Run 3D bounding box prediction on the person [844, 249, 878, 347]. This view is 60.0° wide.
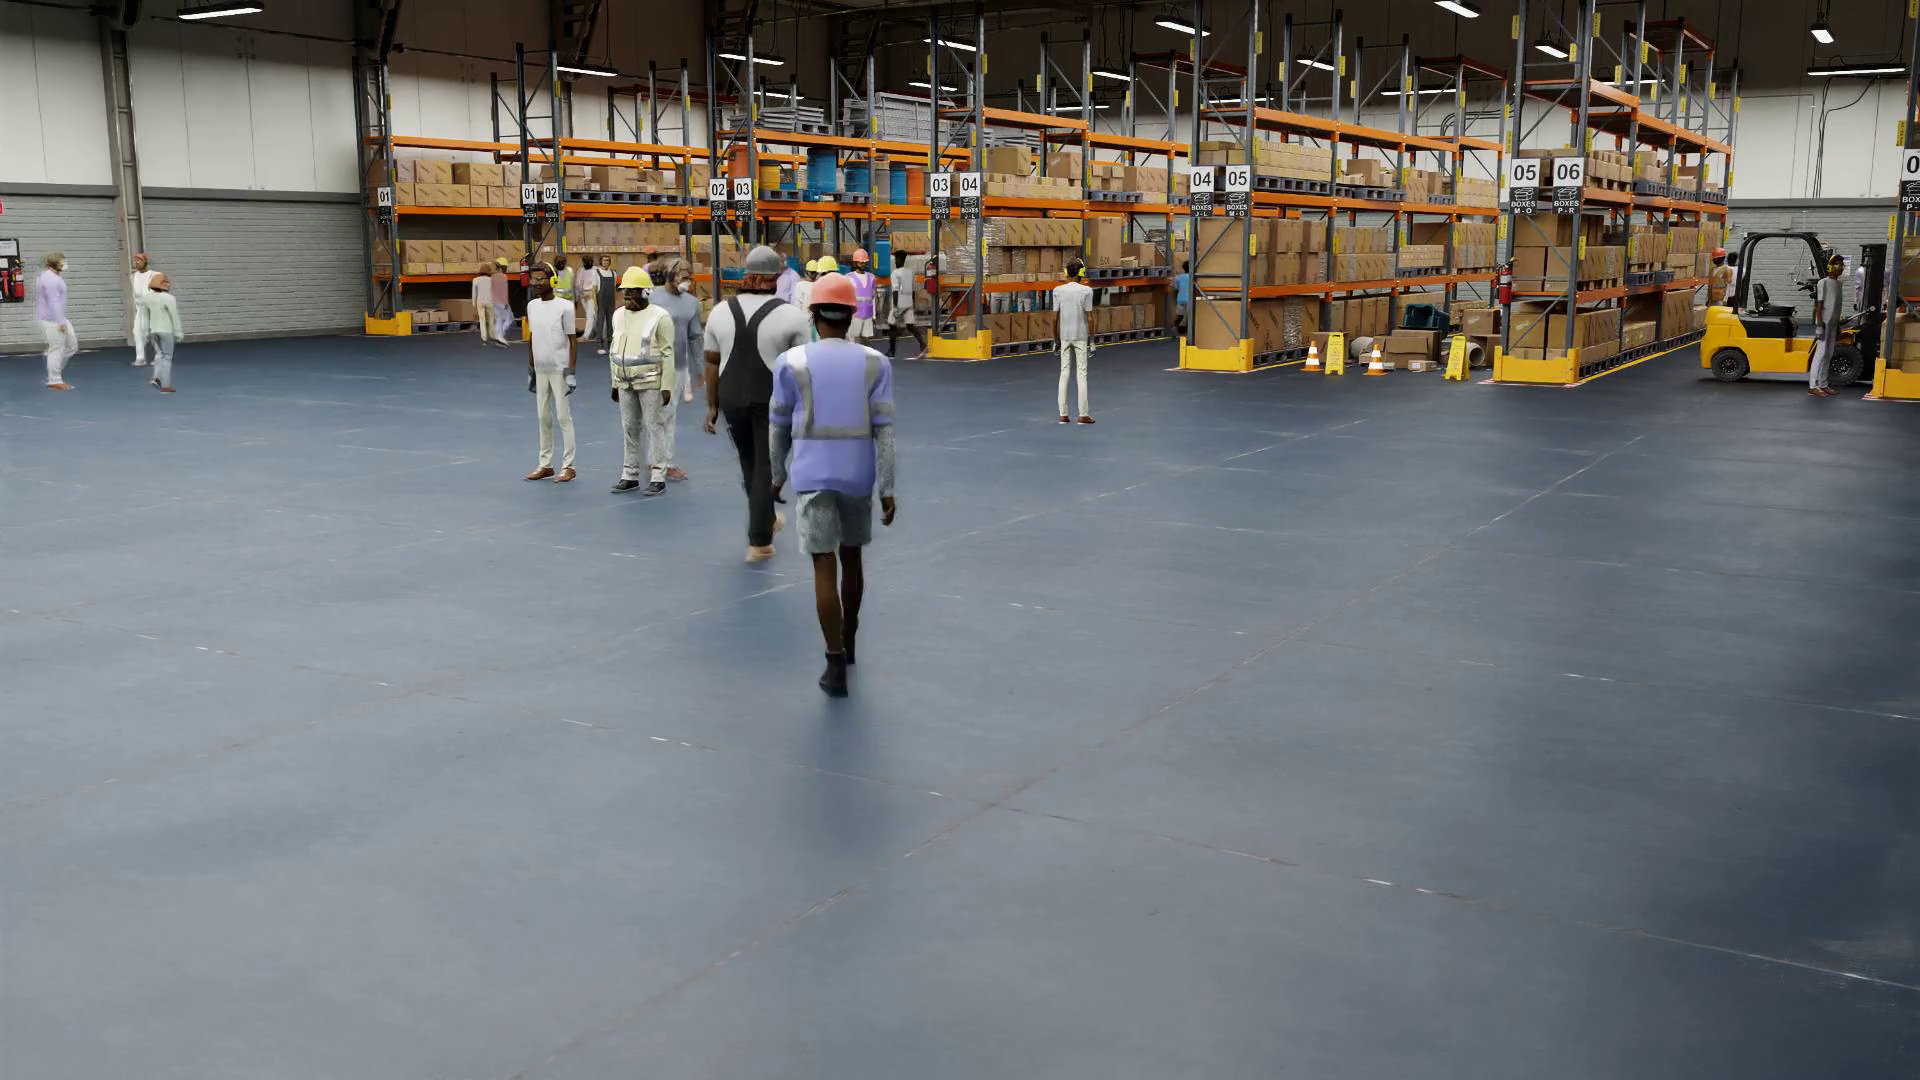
[{"bbox_3d":[-1.463,-3.342,24.697,0.553,1.935,0.364,-7,12,-34],"label":"person"}]

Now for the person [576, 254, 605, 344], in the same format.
[{"bbox_3d":[-7.503,-4.894,33.819,0.633,1.804,0.953,6,12,30],"label":"person"}]

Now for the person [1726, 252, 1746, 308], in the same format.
[{"bbox_3d":[15.632,-4.916,33.796,0.590,1.855,1.004,4,11,22],"label":"person"}]

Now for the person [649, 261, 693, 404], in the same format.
[{"bbox_3d":[-3.655,-2.563,20.712,0.668,1.807,0.461,0,10,2],"label":"person"}]

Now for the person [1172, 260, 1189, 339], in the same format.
[{"bbox_3d":[4.622,-4.909,34.190,0.541,1.686,0.545,6,12,32],"label":"person"}]

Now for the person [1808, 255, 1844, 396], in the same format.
[{"bbox_3d":[11.583,-2.854,22.152,0.531,1.870,0.317,-7,12,-34],"label":"person"}]

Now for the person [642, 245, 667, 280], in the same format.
[{"bbox_3d":[-5.831,-4.647,31.853,1.016,2.005,0.629,5,11,26],"label":"person"}]

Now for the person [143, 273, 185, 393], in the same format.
[{"bbox_3d":[-10.746,-2.789,22.483,0.510,1.618,0.358,4,11,20],"label":"person"}]

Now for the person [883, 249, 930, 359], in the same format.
[{"bbox_3d":[-0.947,-4.116,29.083,0.943,1.930,0.597,8,13,39],"label":"person"}]

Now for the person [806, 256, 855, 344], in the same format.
[{"bbox_3d":[-1.487,-2.350,19.304,0.604,1.884,0.971,6,12,30],"label":"person"}]

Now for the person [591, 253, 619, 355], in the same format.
[{"bbox_3d":[-6.466,-4.310,30.378,0.507,1.846,0.345,-10,14,-44],"label":"person"}]

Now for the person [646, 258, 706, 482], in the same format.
[{"bbox_3d":[-2.446,-1.441,14.179,0.812,1.888,0.705,8,13,39],"label":"person"}]

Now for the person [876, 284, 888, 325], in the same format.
[{"bbox_3d":[-1.862,-5.568,38.057,0.518,1.624,0.427,7,12,33],"label":"person"}]

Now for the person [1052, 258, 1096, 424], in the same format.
[{"bbox_3d":[1.280,-2.225,18.649,0.518,1.865,0.328,5,11,24],"label":"person"}]

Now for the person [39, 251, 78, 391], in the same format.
[{"bbox_3d":[-12.401,-3.001,22.858,0.442,1.918,0.641,-3,11,-16],"label":"person"}]

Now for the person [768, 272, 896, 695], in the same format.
[{"bbox_3d":[-0.608,-0.286,7.739,0.553,1.879,0.971,-3,11,-16],"label":"person"}]

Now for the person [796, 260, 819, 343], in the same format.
[{"bbox_3d":[-2.276,-3.424,25.645,0.524,1.768,0.312,-5,11,-26],"label":"person"}]

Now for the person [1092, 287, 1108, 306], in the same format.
[{"bbox_3d":[3.285,-6.109,40.103,0.633,1.972,0.633,5,11,25],"label":"person"}]

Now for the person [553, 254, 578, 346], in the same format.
[{"bbox_3d":[-7.648,-4.584,32.024,0.654,1.807,0.582,-6,12,-29],"label":"person"}]

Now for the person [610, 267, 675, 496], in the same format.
[{"bbox_3d":[-2.580,-1.273,13.400,0.588,1.835,0.404,5,11,27],"label":"person"}]

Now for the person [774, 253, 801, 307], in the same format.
[{"bbox_3d":[-2.940,-3.771,27.331,0.657,1.846,1.006,6,12,28],"label":"person"}]

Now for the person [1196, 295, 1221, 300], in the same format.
[{"bbox_3d":[4.465,-4.388,30.296,0.606,2.035,0.405,6,12,32],"label":"person"}]

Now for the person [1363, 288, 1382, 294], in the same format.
[{"bbox_3d":[9.905,-5.960,39.907,0.490,1.743,0.324,8,13,39],"label":"person"}]

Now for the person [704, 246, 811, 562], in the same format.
[{"bbox_3d":[-1.227,-0.921,10.850,0.709,2.000,0.973,3,11,18],"label":"person"}]

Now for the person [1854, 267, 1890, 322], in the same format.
[{"bbox_3d":[17.260,-4.548,31.526,0.587,1.919,0.403,5,11,27],"label":"person"}]

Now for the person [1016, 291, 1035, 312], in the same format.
[{"bbox_3d":[1.403,-5.175,35.816,0.508,1.632,0.268,9,13,41],"label":"person"}]

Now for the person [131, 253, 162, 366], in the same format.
[{"bbox_3d":[-13.417,-3.775,27.362,0.572,1.857,0.736,2,10,10],"label":"person"}]

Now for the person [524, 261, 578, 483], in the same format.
[{"bbox_3d":[-3.473,-1.420,14.121,0.515,1.872,0.333,5,11,27],"label":"person"}]

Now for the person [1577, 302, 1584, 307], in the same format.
[{"bbox_3d":[15.165,-6.150,40.585,0.662,1.877,0.787,-5,11,-25],"label":"person"}]

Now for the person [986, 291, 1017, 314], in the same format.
[{"bbox_3d":[0.814,-4.792,32.858,0.631,1.932,0.371,0,10,1],"label":"person"}]

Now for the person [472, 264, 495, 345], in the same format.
[{"bbox_3d":[-9.544,-4.735,33.473,0.516,1.588,0.845,-2,10,-13],"label":"person"}]

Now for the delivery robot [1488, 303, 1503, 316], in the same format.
[{"bbox_3d":[12.897,-5.513,40.468,0.707,0.478,0.477,-2,10,-9],"label":"delivery robot"}]

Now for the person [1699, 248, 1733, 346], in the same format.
[{"bbox_3d":[14.721,-4.705,32.355,0.374,1.930,0.542,-3,11,-18],"label":"person"}]

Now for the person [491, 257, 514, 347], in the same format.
[{"bbox_3d":[-8.908,-4.613,32.364,0.547,1.736,0.409,9,14,42],"label":"person"}]
